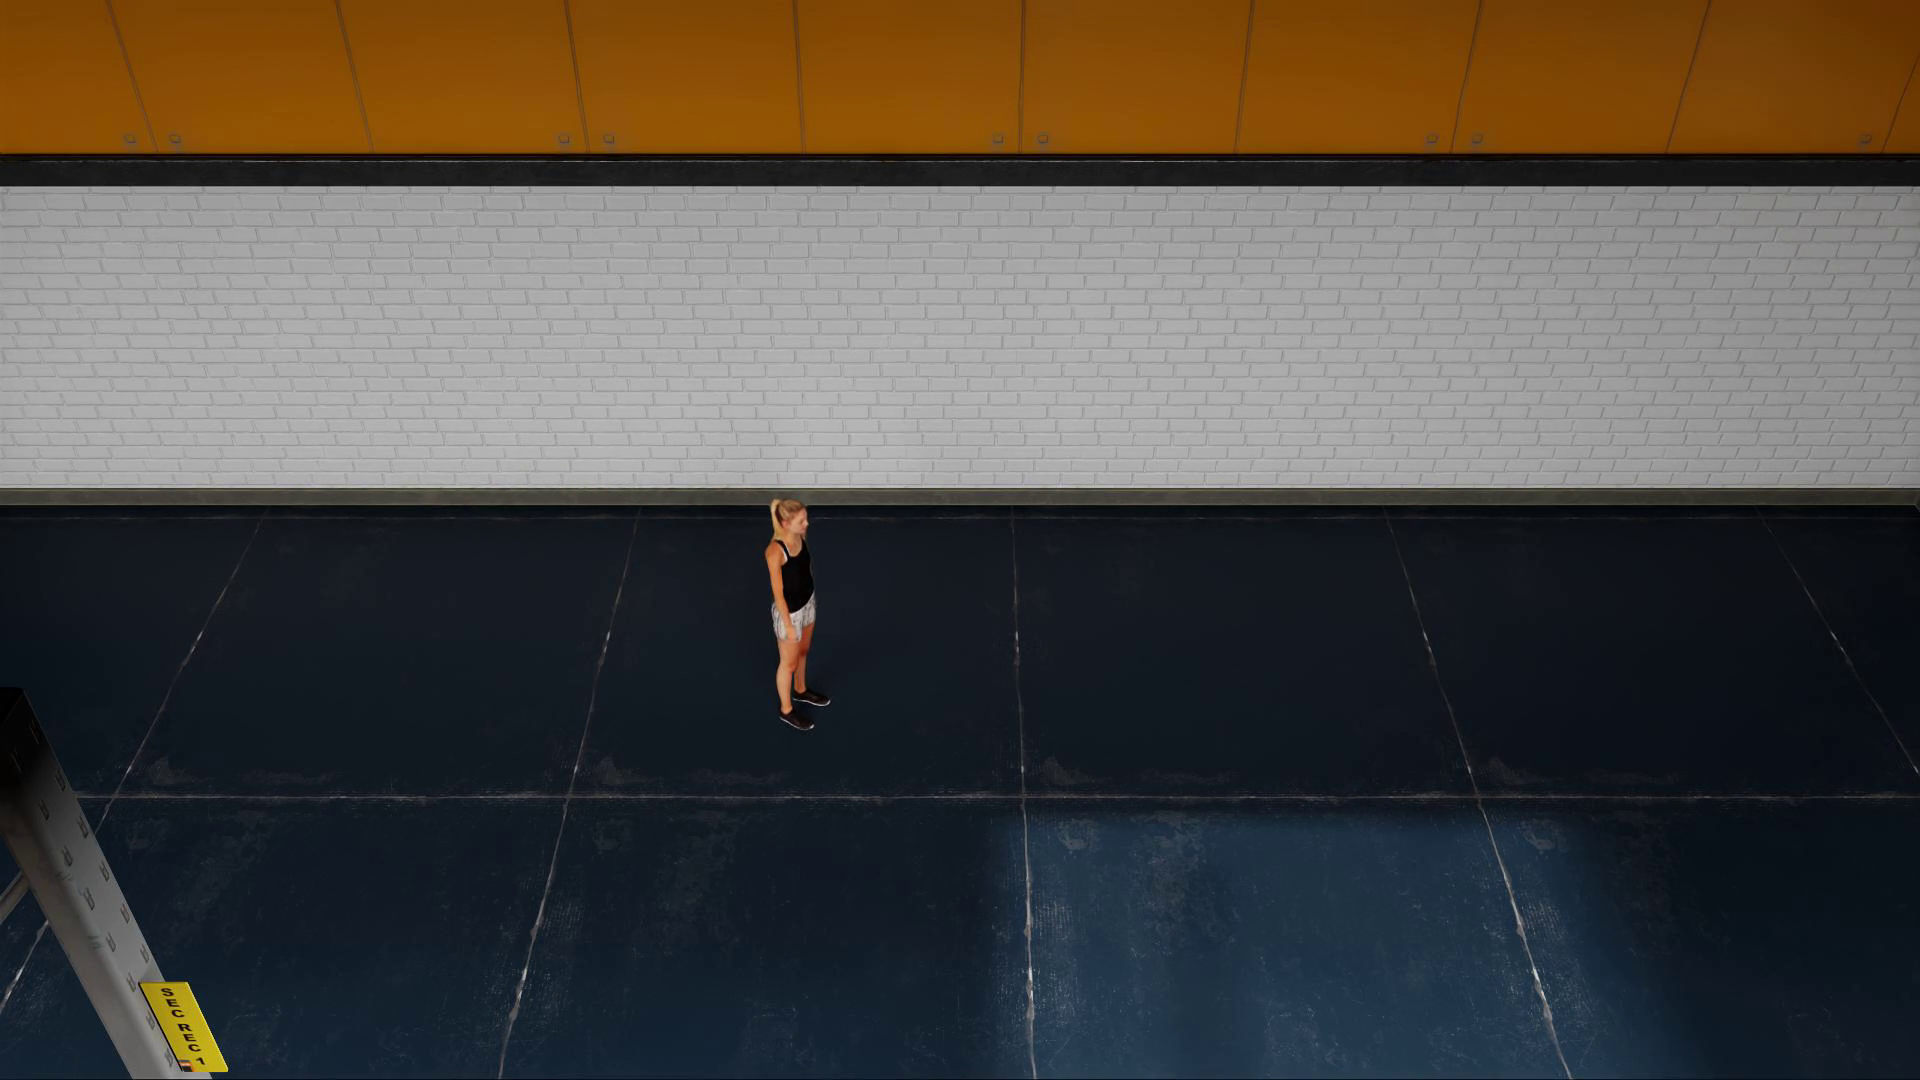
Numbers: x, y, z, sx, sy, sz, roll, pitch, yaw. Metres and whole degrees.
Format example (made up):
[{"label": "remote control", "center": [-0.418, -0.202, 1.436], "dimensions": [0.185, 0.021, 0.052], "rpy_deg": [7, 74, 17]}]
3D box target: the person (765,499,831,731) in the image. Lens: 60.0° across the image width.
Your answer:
[{"label": "person", "center": [-1.115, 0.441, 11.054], "dimensions": [0.710, 1.844, 0.585], "rpy_deg": [16, 41, 19]}]
